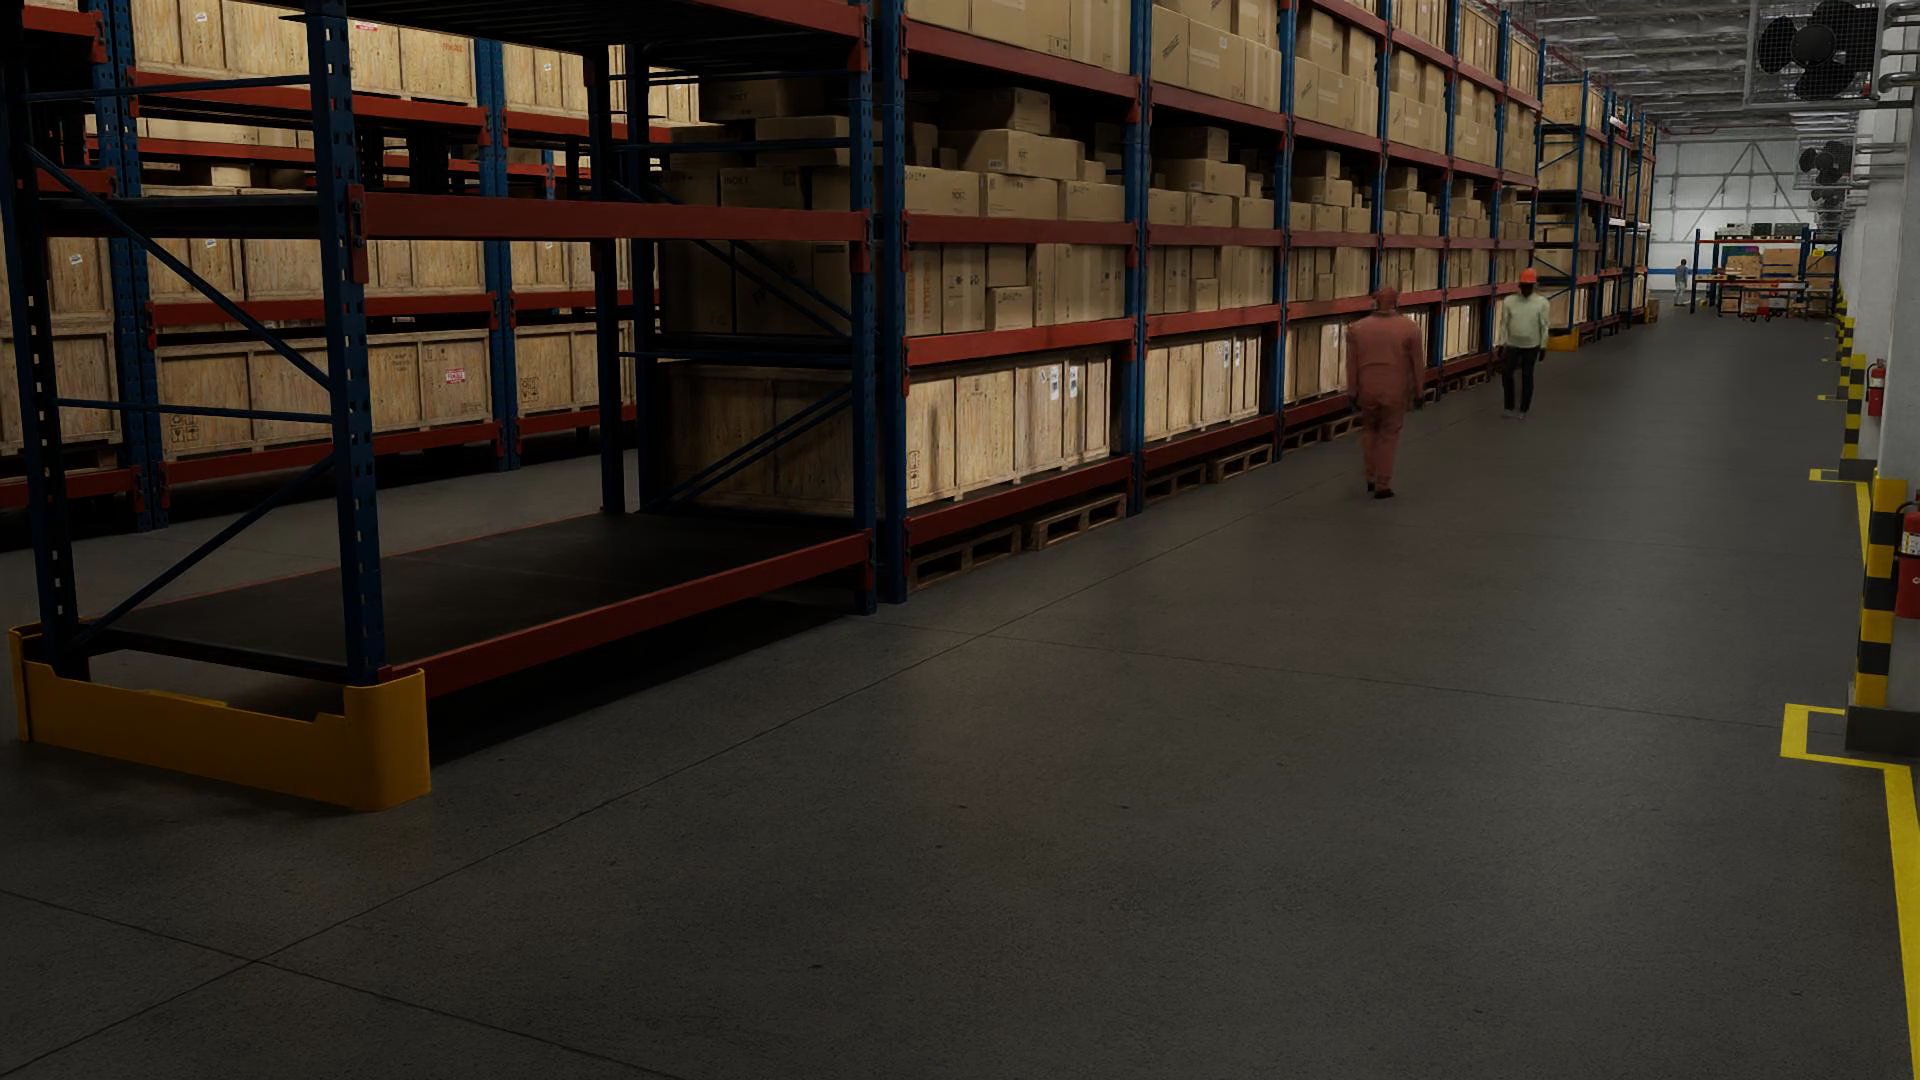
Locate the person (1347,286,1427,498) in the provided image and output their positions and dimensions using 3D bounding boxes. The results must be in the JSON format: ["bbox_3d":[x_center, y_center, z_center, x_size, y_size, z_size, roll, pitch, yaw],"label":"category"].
[{"bbox_3d":[3.852,-1.334,14.969,0.663,1.875,0.779,6,11,29],"label":"person"}]

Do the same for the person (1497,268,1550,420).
[{"bbox_3d":[7.303,-2.533,21.621,0.648,1.970,0.675,6,11,29],"label":"person"}]

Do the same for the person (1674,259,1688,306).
[{"bbox_3d":[29.387,-10.475,67.758,0.364,1.930,0.634,-3,10,-18],"label":"person"}]
